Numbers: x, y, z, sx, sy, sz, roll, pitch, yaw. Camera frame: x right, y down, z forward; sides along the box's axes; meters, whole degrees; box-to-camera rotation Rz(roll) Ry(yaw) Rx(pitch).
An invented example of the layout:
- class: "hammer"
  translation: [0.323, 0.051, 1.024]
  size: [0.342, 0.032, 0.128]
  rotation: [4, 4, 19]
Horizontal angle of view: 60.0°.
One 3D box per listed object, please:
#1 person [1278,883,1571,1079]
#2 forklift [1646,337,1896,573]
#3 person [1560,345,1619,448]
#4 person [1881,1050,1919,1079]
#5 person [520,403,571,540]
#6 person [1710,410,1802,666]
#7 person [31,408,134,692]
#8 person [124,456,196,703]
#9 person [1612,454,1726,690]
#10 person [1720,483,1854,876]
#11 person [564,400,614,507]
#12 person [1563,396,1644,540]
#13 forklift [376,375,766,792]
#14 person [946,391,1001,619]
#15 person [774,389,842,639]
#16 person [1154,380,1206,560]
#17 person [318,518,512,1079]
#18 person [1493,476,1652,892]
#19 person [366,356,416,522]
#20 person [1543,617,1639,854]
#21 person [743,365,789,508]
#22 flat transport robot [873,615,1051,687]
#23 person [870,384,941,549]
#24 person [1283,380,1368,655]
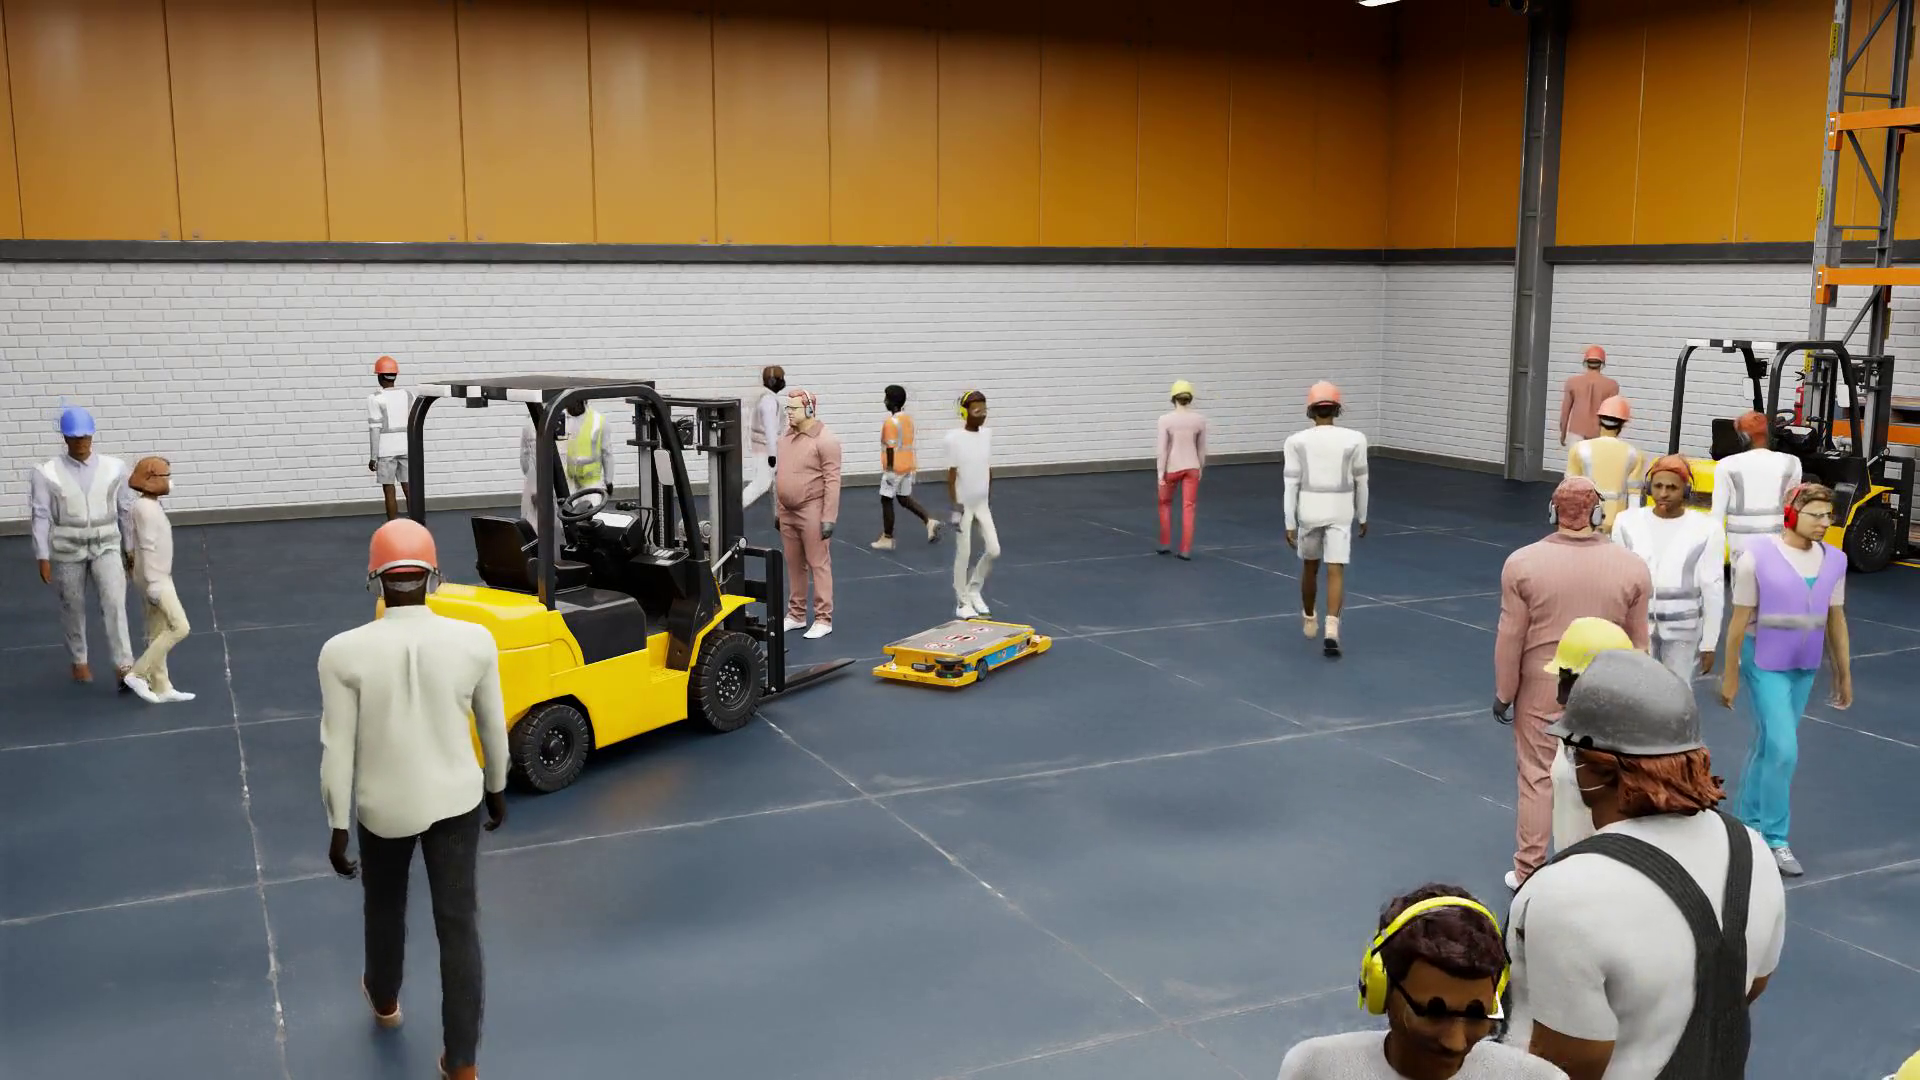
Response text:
- class: "person"
  translation: [0.752, 1.464, 2.741]
  size: [0.482, 1.810, 0.955]
  rotation: [2, 9, 10]
- class: "forklift"
  translation: [7.551, -0.789, 15.507]
  size: [2.313, 2.155, 1.214]
  rotation: [-4, 10, -25]
- class: "person"
  translation: [7.211, -1.252, 19.120]
  size: [0.621, 1.965, 0.915]
  rotation: [4, 10, 24]
- class: "person"
  translation: [1.386, 1.541, 2.267]
  size: [0.607, 1.785, 0.873]
  rotation: [-6, 11, -32]
- class: "person"
  translation: [-3.641, -0.524, 14.803]
  size: [0.821, 1.881, 0.648]
  rotation: [2, 9, 14]
- class: "person"
  translation: [5.518, 0.034, 11.502]
  size: [0.612, 1.849, 0.819]
  rotation: [2, 9, 12]
- class: "person"
  translation: [-5.820, 0.072, 11.085]
  size: [0.643, 1.889, 1.002]
  rotation: [-6, 11, -35]
- class: "person"
  translation: [-5.145, 0.267, 10.702]
  size: [0.355, 1.619, 0.527]
  rotation: [-4, 10, -22]
- class: "person"
  translation: [3.564, 0.500, 8.555]
  size: [0.612, 1.855, 0.809]
  rotation: [7, 11, 37]
- class: "person"
  translation: [3.920, 0.639, 7.796]
  size: [0.593, 1.816, 0.712]
  rotation: [-3, 10, -18]
- class: "person"
  translation: [-3.518, -0.562, 15.326]
  size: [0.637, 1.816, 0.540]
  rotation: [-2, 9, -10]
- class: "person"
  translation: [4.798, -0.128, 12.403]
  size: [0.546, 1.888, 1.008]
  rotation: [1, 9, 4]
- class: "forklift"
  translation: [-2.268, 0.149, 9.685]
  size: [1.214, 2.155, 2.313]
  rotation: [6, 11, 32]
- class: "person"
  translation: [0.096, -0.269, 13.327]
  size: [0.502, 1.857, 0.407]
  rotation: [-7, 11, -36]
- class: "person"
  translation: [-1.208, -0.203, 12.759]
  size: [0.651, 1.907, 0.409]
  rotation: [8, 12, 42]
- class: "person"
  translation: [2.136, -0.698, 16.321]
  size: [0.542, 1.734, 0.728]
  rotation: [-2, 9, -12]
- class: "person"
  translation: [-1.916, 0.888, 5.873]
  size: [0.655, 1.942, 1.006]
  rotation: [-4, 10, -25]
- class: "person"
  translation: [2.697, 0.664, 7.385]
  size: [0.651, 1.904, 0.403]
  rotation: [1, 9, 8]
- class: "person"
  translation: [-5.832, -0.912, 17.058]
  size: [0.379, 1.938, 0.547]
  rotation: [7, 12, 38]
- class: "person"
  translation: [1.888, 1.098, 5.143]
  size: [0.552, 1.745, 0.554]
  rotation: [-1, 9, -4]
- class: "person"
  translation: [-2.134, -0.980, 17.907]
  size: [0.867, 1.814, 0.637]
  rotation: [-1, 9, -7]
- class: "flat transport robot"
  translation: [0.038, 0.771, 11.777]
  size: [0.652, 0.197, 1.431]
  rotation: [5, 10, 29]
- class: "person"
  translation: [-0.563, -0.722, 16.694]
  size: [0.649, 1.680, 0.540]
  rotation: [4, 10, 23]
- class: "person"
  translation: [2.699, -0.176, 12.321]
  size: [0.619, 2.008, 1.005]
  rotation: [2, 9, 14]
